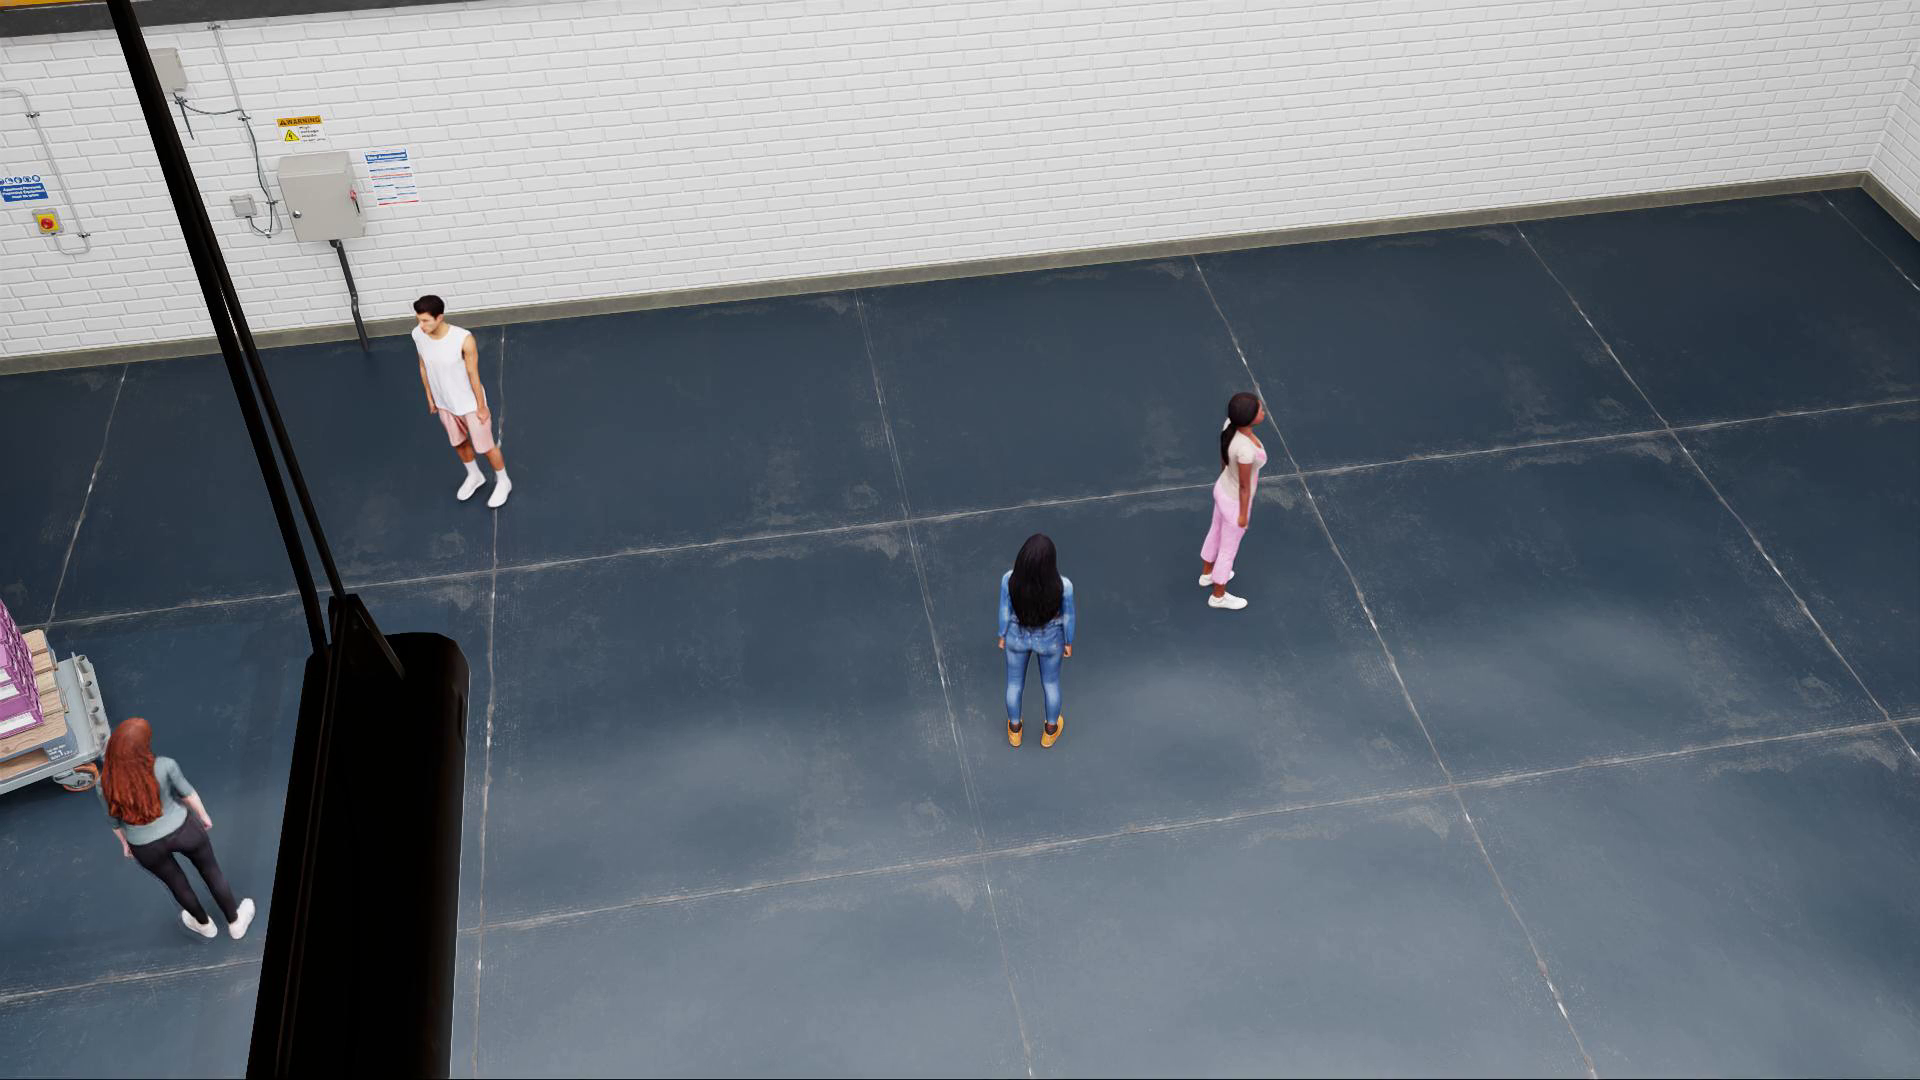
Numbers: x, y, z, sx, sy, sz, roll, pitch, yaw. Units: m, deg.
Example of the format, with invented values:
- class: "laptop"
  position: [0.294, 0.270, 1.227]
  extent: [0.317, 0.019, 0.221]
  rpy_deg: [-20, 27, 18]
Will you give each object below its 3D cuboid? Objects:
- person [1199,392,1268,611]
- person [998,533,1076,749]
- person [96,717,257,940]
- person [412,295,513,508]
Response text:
- class: "person"
  position: [1.811, -0.277, 11.039]
  extent: [0.627, 1.740, 0.444]
  rpy_deg: [-6, 44, -6]
- class: "person"
  position: [0.453, 0.619, 10.119]
  extent: [0.672, 1.712, 0.633]
  rpy_deg: [6, 44, 6]
- class: "person"
  position: [-4.345, 1.615, 9.059]
  extent: [0.691, 1.731, 0.680]
  rpy_deg: [-31, 52, -28]
- class: "person"
  position: [-3.529, -1.012, 11.784]
  extent: [0.738, 1.777, 0.742]
  rpy_deg: [12, 45, 13]
